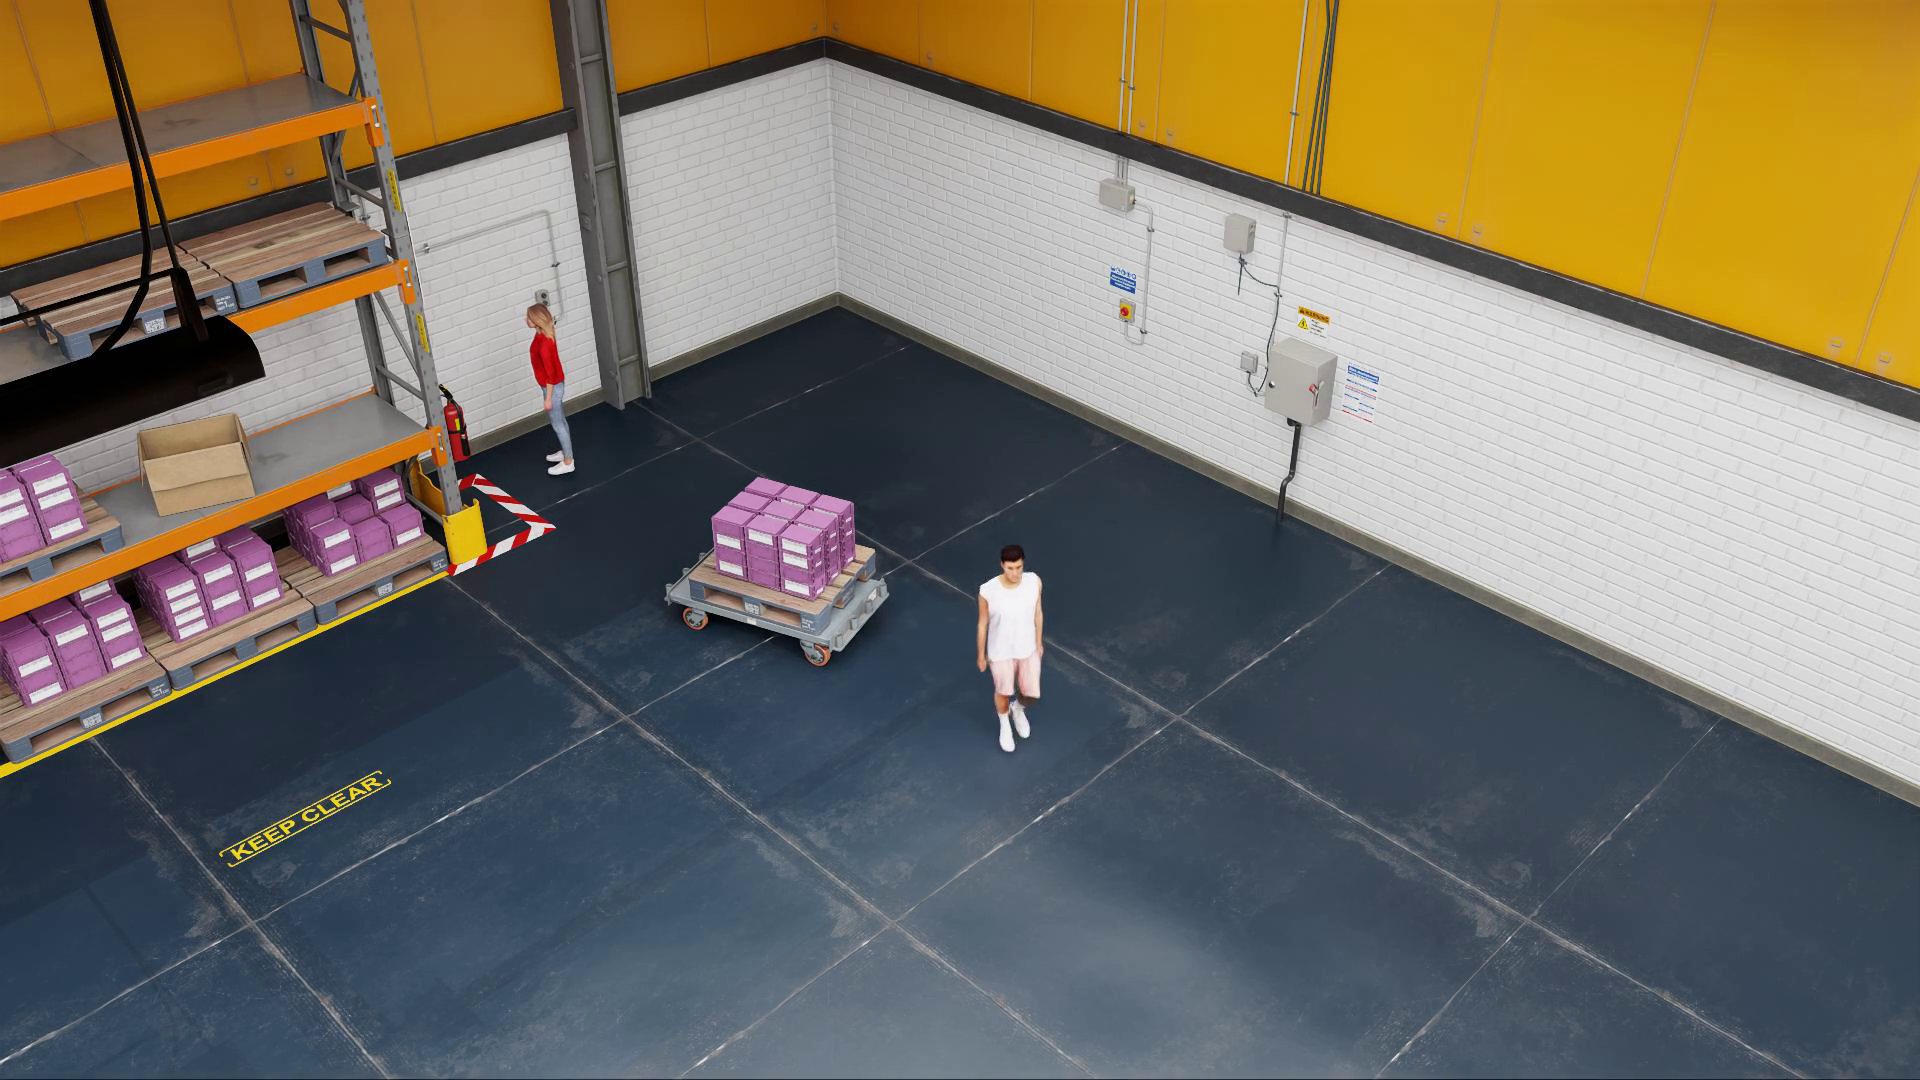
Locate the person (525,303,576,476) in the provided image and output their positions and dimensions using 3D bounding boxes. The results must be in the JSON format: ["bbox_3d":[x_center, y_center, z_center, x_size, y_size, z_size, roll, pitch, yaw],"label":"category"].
[{"bbox_3d":[-3.782,-1.409,15.403,0.686,1.705,0.686,-8,34,-11],"label":"person"}]

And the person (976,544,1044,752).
[{"bbox_3d":[0.366,0.729,12.122,0.799,1.776,0.874,-7,34,-10],"label":"person"}]
